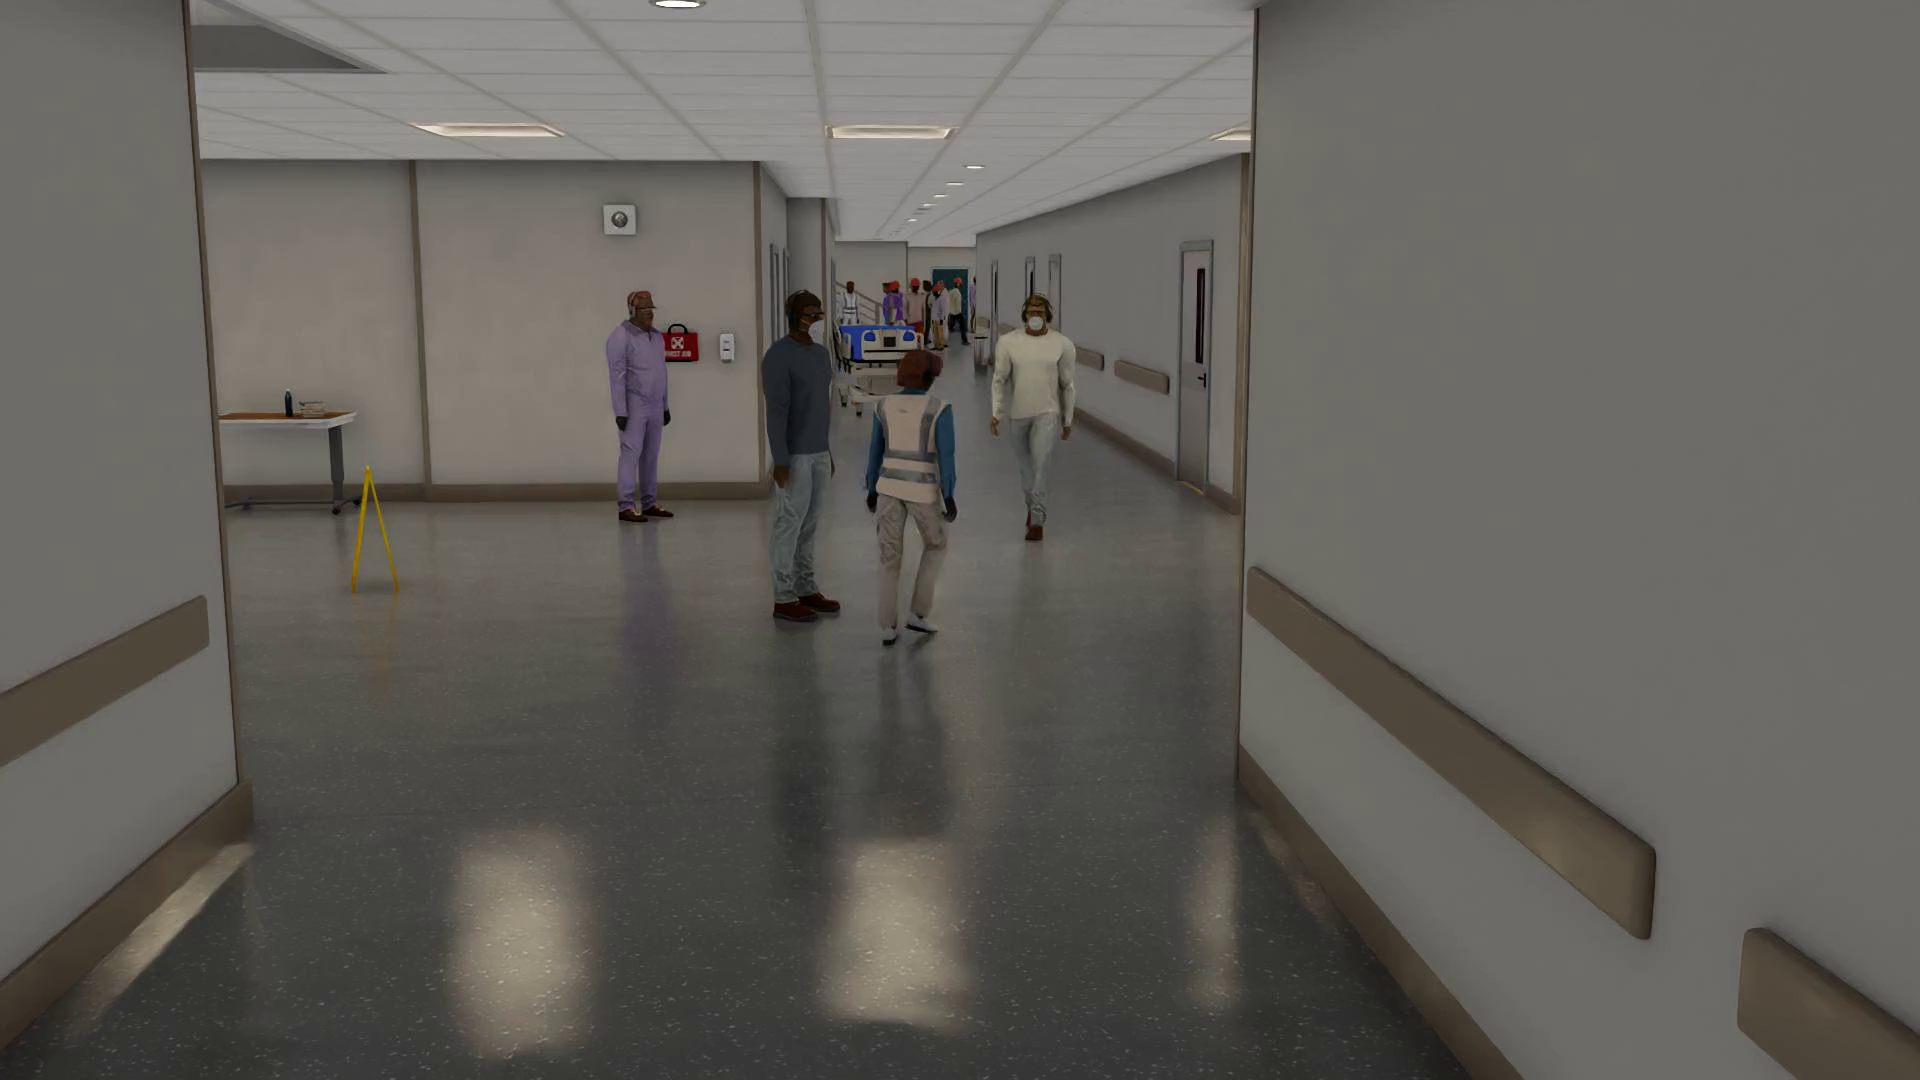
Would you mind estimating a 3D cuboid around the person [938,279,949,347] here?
[{"bbox_3d":[-0.513,-6.357,46.688,0.399,1.910,0.643,-2,9,-11],"label":"person"}]

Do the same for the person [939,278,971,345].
[{"bbox_3d":[-0.156,-6.569,47.865,0.939,1.958,0.602,-5,10,-30],"label":"person"}]

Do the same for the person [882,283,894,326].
[{"bbox_3d":[-1.814,-5.695,42.768,0.391,1.836,0.560,-2,9,-13],"label":"person"}]

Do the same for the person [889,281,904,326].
[{"bbox_3d":[-1.542,-5.538,41.649,0.390,1.887,0.589,3,10,19],"label":"person"}]

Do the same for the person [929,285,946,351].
[{"bbox_3d":[-0.605,-5.955,44.642,0.326,1.752,0.560,-5,10,-30],"label":"person"}]

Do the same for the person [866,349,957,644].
[{"bbox_3d":[-0.267,-0.241,9.183,0.612,1.612,0.533,5,10,26],"label":"person"}]

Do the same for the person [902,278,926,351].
[{"bbox_3d":[-1.048,-5.111,38.730,0.624,1.939,0.983,-3,9,-17],"label":"person"}]

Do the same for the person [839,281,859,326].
[{"bbox_3d":[-2.902,-5.852,43.657,0.590,1.872,0.374,-6,11,-32],"label":"person"}]

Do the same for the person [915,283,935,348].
[{"bbox_3d":[-1.019,-6.214,46.123,0.696,1.800,0.394,2,9,11],"label":"person"}]

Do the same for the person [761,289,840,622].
[{"bbox_3d":[-0.930,-0.499,9.808,0.355,1.938,0.637,4,10,23],"label":"person"}]

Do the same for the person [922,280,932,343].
[{"bbox_3d":[-1.020,-6.781,49.451,0.328,1.876,0.513,-4,10,-26],"label":"person"}]

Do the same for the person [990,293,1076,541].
[{"bbox_3d":[0.590,-0.985,13.025,0.635,1.897,1.005,2,9,13],"label":"person"}]

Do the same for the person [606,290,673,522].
[{"bbox_3d":[-2.613,-1.099,13.726,0.398,1.900,0.650,4,10,26],"label":"person"}]
